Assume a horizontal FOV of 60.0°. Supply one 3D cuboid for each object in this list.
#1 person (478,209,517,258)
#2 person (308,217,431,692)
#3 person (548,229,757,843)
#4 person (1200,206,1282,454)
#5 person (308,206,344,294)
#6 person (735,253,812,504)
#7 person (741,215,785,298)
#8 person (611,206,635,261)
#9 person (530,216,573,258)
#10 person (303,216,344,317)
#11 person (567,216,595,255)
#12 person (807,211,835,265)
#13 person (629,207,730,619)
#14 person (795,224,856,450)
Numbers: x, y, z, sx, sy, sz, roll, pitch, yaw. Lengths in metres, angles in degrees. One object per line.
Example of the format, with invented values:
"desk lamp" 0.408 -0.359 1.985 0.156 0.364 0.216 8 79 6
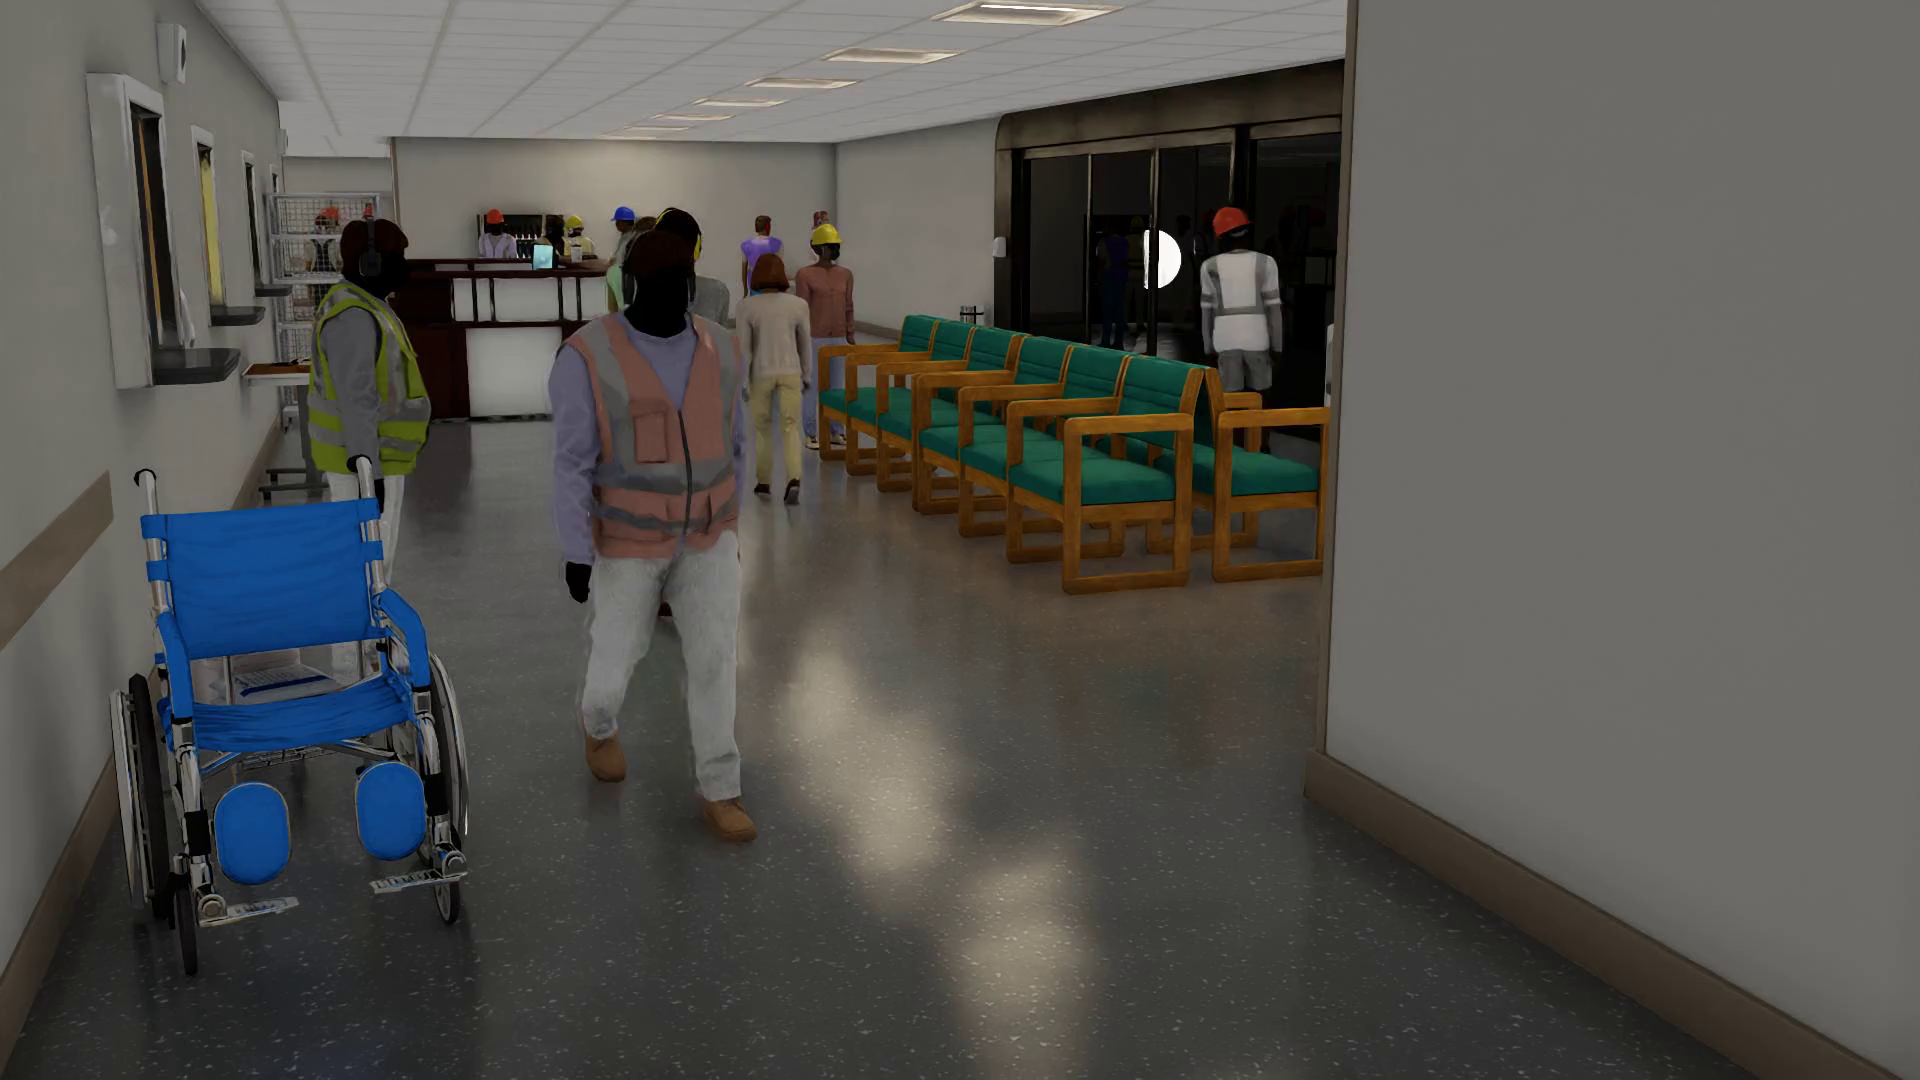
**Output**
"person" -6.442 -3.637 23.202 0.543 1.929 0.387 1 11 4
"person" -2.223 -0.292 6.320 0.431 1.833 0.644 -2 11 -11
"person" -0.961 -0.043 5.097 0.632 1.808 0.911 -7 13 -31
"person" 1.966 -1.381 11.701 0.586 1.896 0.519 2 11 12
"person" -8.766 -3.648 23.148 0.650 1.966 0.426 5 12 23
"person" -1.183 -1.037 10.720 0.506 1.608 0.772 -3 11 -14
"person" -2.518 -3.220 21.283 0.564 1.842 0.392 1 11 5
"person" -4.125 -3.164 20.715 0.390 1.949 0.602 -7 13 -31
"person" -4.994 -3.083 20.617 0.429 1.836 0.633 9 15 40
"person" -8.394 -3.363 22.032 0.507 1.838 0.344 -2 11 -12
"person" -5.488 -3.721 23.870 0.404 1.835 0.587 6 12 27
"person" -2.078 -3.987 25.045 0.410 1.909 0.643 -2 11 -10
"person" -1.280 -0.567 7.607 0.518 1.866 0.326 -8 14 -36
"person" -1.056 -1.607 13.193 0.525 1.771 0.310 -8 13 -35
